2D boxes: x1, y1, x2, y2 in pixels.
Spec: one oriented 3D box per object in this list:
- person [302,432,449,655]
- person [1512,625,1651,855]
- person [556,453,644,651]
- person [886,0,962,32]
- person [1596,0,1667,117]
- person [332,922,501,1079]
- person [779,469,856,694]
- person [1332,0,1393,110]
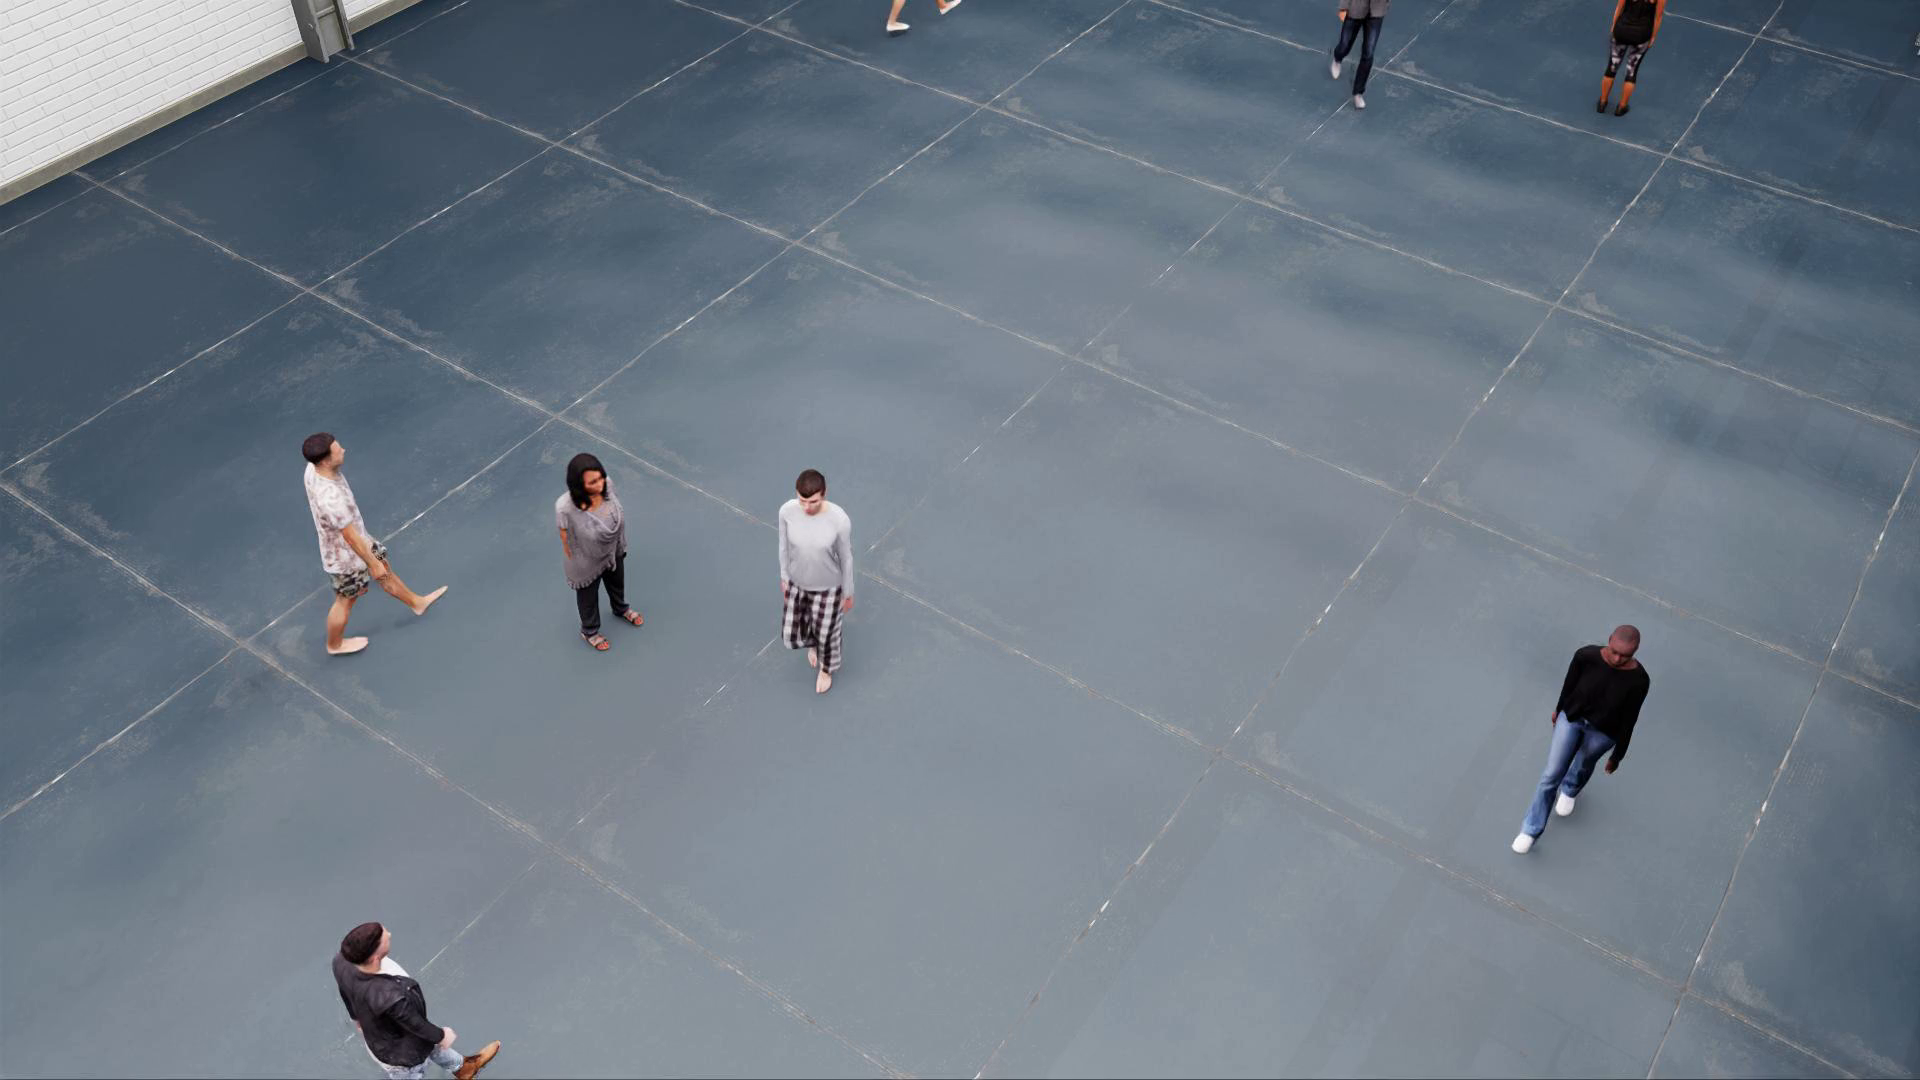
[{"bbox_3d":[-4.067,0.076,10.791,1.225,1.776,1.019,-19,47,-19],"label":"person"},{"bbox_3d":[3.744,1.045,9.818,0.645,1.715,1.027,24,48,23],"label":"person"},{"bbox_3d":[-2.411,0.036,10.959,0.701,1.603,0.612,30,51,27],"label":"person"},{"bbox_3d":[-0.521,-6.109,17.371,1.242,1.656,0.937,-20,47,-20],"label":"person"},{"bbox_3d":[6.511,-4.919,16.115,0.607,1.665,0.544,20,47,20],"label":"person"},{"bbox_3d":[-2.844,2.524,8.196,0.740,1.813,1.005,33,53,30],"label":"person"},{"bbox_3d":[-0.900,0.197,10.620,0.791,1.837,0.840,9,44,10],"label":"person"},{"bbox_3d":[3.944,-5.220,16.293,1.016,1.856,1.148,1,44,1],"label":"person"}]
